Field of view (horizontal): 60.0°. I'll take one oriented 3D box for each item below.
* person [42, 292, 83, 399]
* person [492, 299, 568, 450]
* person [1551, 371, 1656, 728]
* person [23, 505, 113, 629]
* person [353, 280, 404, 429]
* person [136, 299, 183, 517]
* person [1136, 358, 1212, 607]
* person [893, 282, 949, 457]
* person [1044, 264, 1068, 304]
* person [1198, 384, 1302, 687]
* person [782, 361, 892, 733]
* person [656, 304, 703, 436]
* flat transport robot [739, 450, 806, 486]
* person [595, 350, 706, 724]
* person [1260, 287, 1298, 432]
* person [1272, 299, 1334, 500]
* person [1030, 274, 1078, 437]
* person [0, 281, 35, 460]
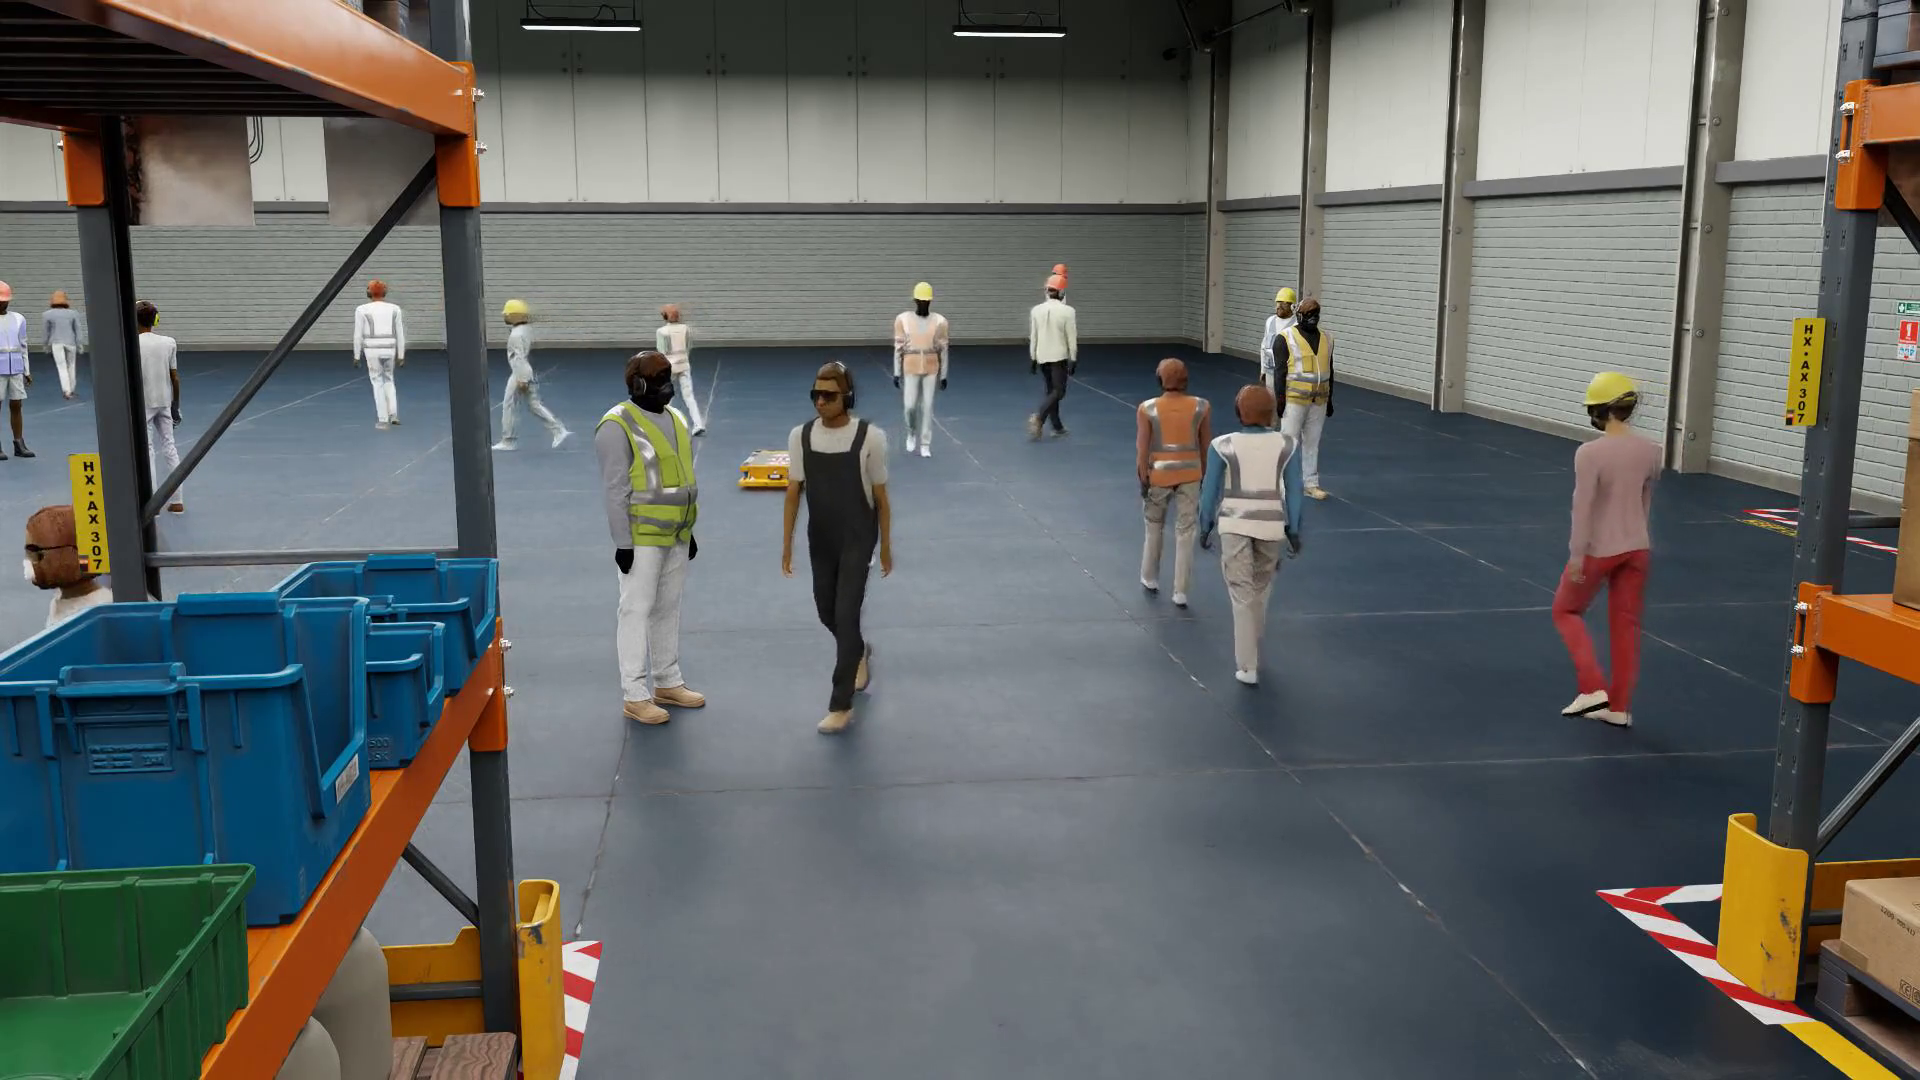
[{"bbox_3d":[-13.354,-2.901,24.792,0.501,1.595,0.806,-8,13,-39],"label":"person"},{"bbox_3d":[-4.900,-1.865,18.809,0.831,1.714,0.493,-1,10,-3],"label":"person"},{"bbox_3d":[3.180,0.056,8.169,0.541,1.751,0.403,-4,11,-21],"label":"person"},{"bbox_3d":[-2.731,0.682,5.175,0.501,1.586,0.859,10,14,43],"label":"person"},{"bbox_3d":[-7.316,-2.326,20.892,0.589,1.870,0.518,-9,14,-41],"label":"person"},{"bbox_3d":[-6.968,-1.127,14.323,0.325,1.871,0.521,8,13,36],"label":"person"},{"bbox_3d":[1.408,-0.397,11.040,0.519,1.605,0.795,0,10,0],"label":"person"},{"bbox_3d":[-0.422,-1.857,18.198,0.616,1.913,0.411,-1,10,-5],"label":"person"},{"bbox_3d":[1.724,-3.889,29.303,0.372,1.928,0.543,7,12,33],"label":"person"},{"bbox_3d":[1.565,-0.053,9.133,0.541,1.599,0.807,-1,10,-5],"label":"person"},{"bbox_3d":[-0.581,-0.006,8.373,0.524,1.816,0.849,3,11,18],"label":"person"},{"bbox_3d":[-3.428,-2.058,20.163,0.516,1.599,0.837,-9,14,-42],"label":"person"},{"bbox_3d":[-1.774,-0.715,16.446,0.652,0.197,1.431,0,10,0],"label":"flat transport robot"},{"bbox_3d":[-1.526,-0.023,8.345,0.429,1.844,0.627,5,11,25],"label":"person"},{"bbox_3d":[3.653,-1.939,18.861,0.590,1.837,0.404,9,14,41],"label":"person"},{"bbox_3d":[3.165,-1.281,15.244,0.626,1.844,0.429,-4,11,-22],"label":"person"},{"bbox_3d":[1.082,-2.182,19.855,0.625,1.969,0.837,8,13,36],"label":"person"},{"bbox_3d":[-10.342,-1.833,18.035,0.385,1.928,0.546,7,13,35],"label":"person"}]
